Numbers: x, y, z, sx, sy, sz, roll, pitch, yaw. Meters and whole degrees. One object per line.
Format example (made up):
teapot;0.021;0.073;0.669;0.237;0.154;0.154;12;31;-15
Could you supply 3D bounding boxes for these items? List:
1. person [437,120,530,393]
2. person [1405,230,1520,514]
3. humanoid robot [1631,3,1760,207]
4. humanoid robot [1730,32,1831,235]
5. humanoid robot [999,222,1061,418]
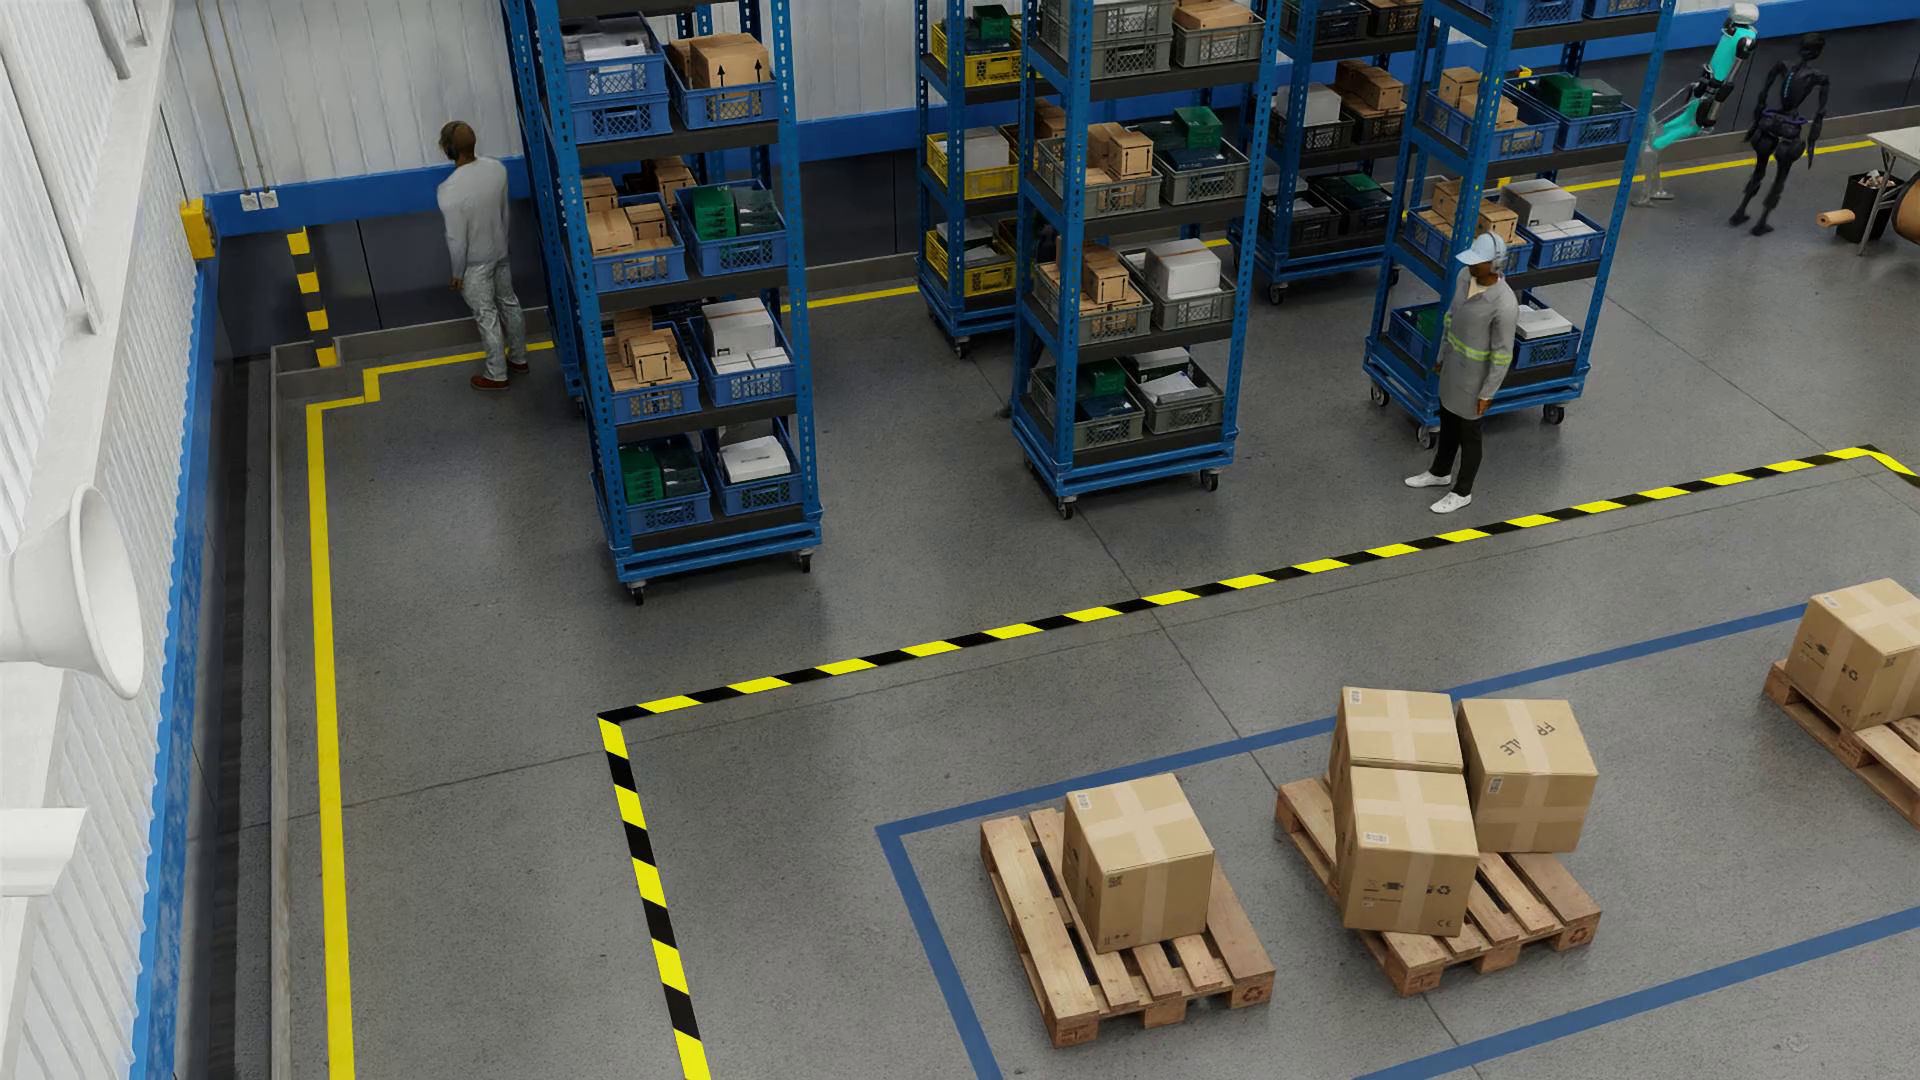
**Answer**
person;-3.265;-1.926;11.339;0.373;1.940;0.630;14;37;19
person;3.063;-1.020;10.128;0.387;1.850;0.597;-10;36;-13
humanoid robot;6.015;-3.584;13.905;0.857;1.809;0.569;3;35;5
humanoid robot;6.671;-3.293;13.501;0.312;1.646;0.613;-23;41;-29
humanoid robot;0.634;-1.544;11.067;0.785;1.627;0.602;-9;36;-13
